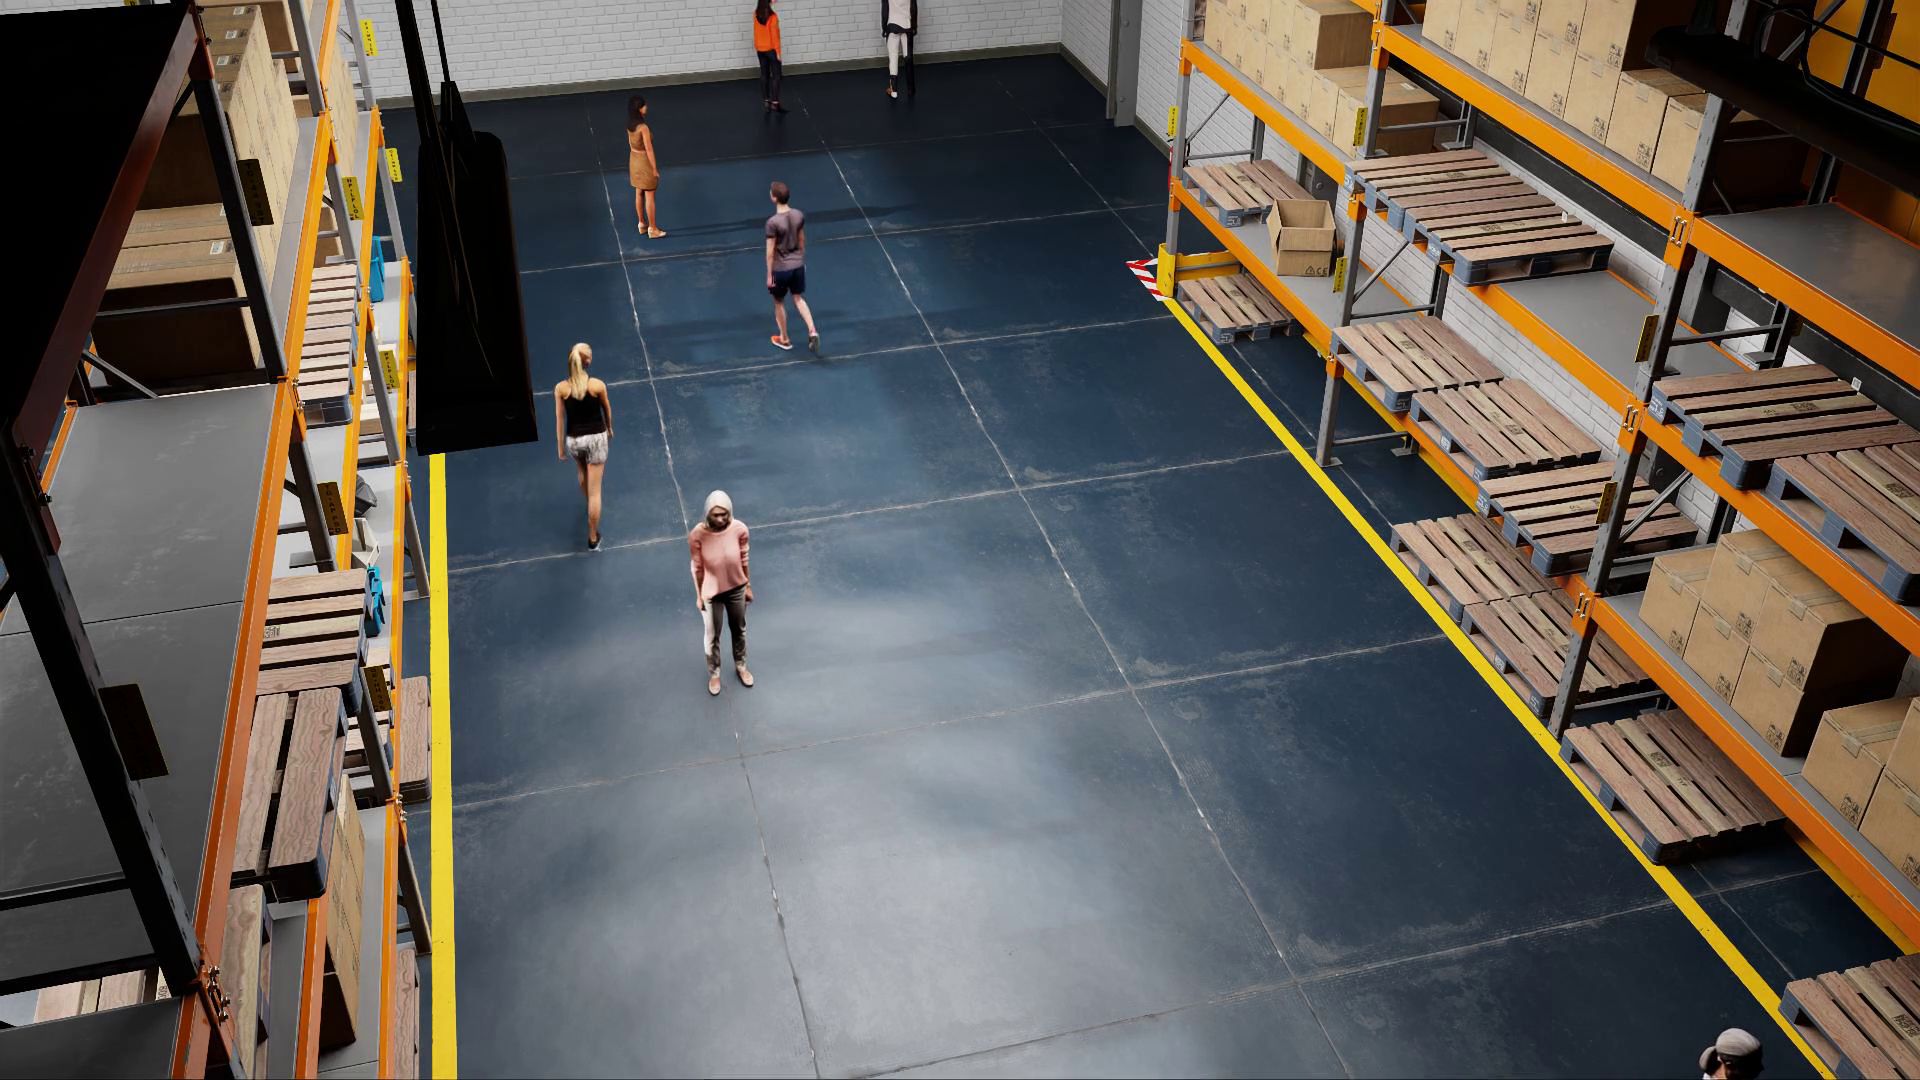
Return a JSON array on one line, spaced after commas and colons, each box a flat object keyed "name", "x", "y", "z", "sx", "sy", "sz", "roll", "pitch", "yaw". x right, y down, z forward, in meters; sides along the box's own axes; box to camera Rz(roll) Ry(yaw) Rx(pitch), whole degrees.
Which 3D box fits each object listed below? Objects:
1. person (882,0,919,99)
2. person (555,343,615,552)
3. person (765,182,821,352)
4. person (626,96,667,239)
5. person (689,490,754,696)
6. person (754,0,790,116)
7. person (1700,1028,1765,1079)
[{"name": "person", "x": -0.858, "y": -7.278, "z": 23.686, "sx": 0.683, "sy": 1.893, "sz": 0.592, "roll": -6, "pitch": 34, "yaw": -9}, {"name": "person", "x": -3.128, "y": -0.753, "z": 13.958, "sx": 0.756, "sy": 1.793, "sz": 1.127, "roll": -2, "pitch": 34, "yaw": -3}, {"name": "person", "x": -1.708, "y": -2.731, "z": 16.894, "sx": 0.909, "sy": 1.837, "sz": 1.064, "roll": -27, "pitch": 42, "yaw": -34}, {"name": "person", "x": -3.714, "y": -4.373, "z": 19.499, "sx": 0.695, "sy": 1.688, "sz": 0.582, "roll": -26, "pitch": 42, "yaw": -34}, {"name": "person", "x": -1.761, "y": 0.357, "z": 12.352, "sx": 0.617, "sy": 1.724, "sz": 0.542, "roll": -12, "pitch": 35, "yaw": -17}, {"name": "person", "x": -2.655, "y": -6.787, "z": 23.083, "sx": 0.664, "sy": 1.740, "sz": 0.777, "roll": 23, "pitch": 40, "yaw": 30}, {"name": "person", "x": 3.693, "y": 3.044, "z": 8.327, "sx": 0.740, "sy": 1.702, "sz": 0.671, "roll": 16, "pitch": 37, "yaw": 23}]
